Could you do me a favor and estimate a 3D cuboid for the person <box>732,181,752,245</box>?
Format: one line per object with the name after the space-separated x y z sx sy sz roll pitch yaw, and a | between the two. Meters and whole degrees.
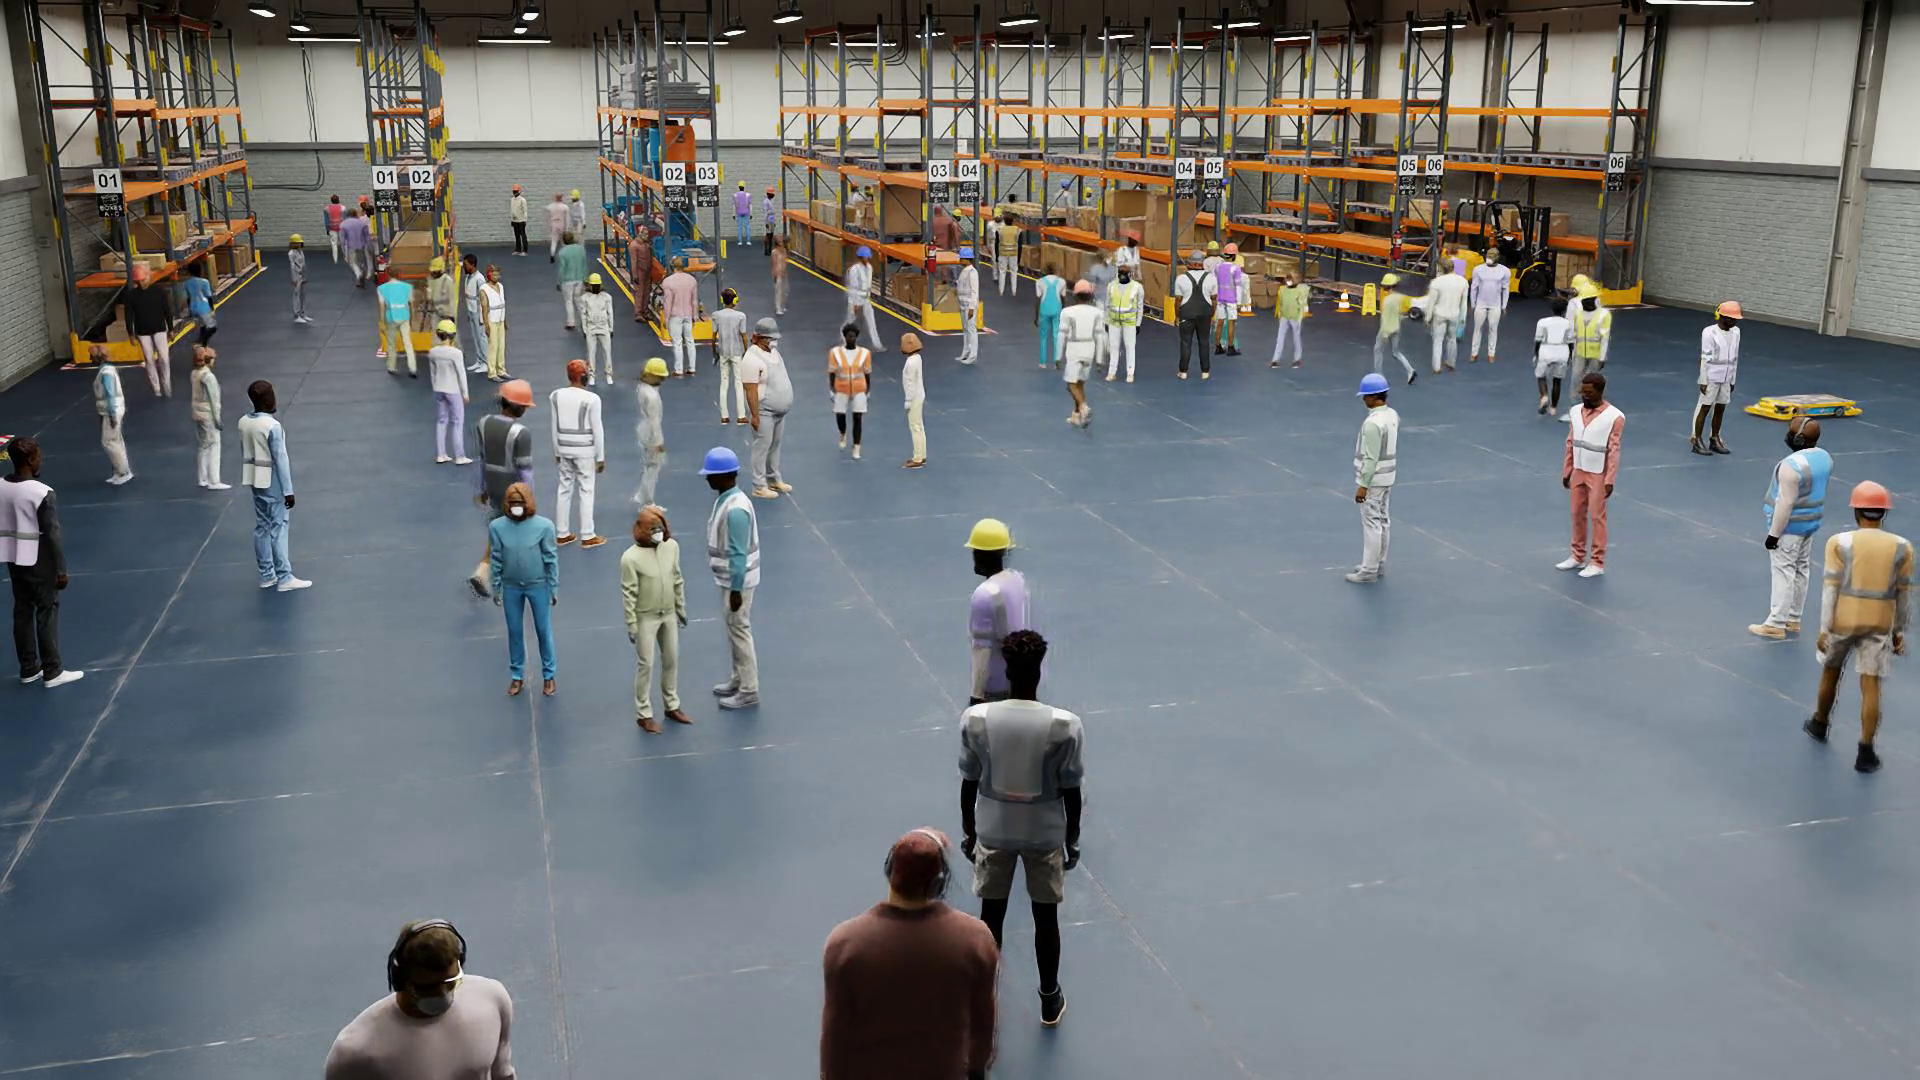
-6.600 -9.915 50.464 0.586 1.928 0.380 -1 15 -5 | person

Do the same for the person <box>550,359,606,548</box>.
-3.783 -0.854 16.496 0.587 1.872 0.381 6 16 21 | person

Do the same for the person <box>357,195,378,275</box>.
-14.951 -7.691 41.966 0.618 1.993 0.396 5 16 19 | person

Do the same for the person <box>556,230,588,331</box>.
-7.436 -4.958 31.814 0.511 1.925 0.666 12 19 38 | person

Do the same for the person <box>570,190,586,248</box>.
-10.964 -9.124 47.739 0.416 1.806 0.650 -11 18 -36 | person

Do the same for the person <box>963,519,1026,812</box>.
0.234 0.813 10.122 0.491 1.911 0.604 7 16 24 | person

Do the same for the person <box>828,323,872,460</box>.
-1.351 -1.843 20.535 0.549 1.686 0.403 -2 15 -6 | person

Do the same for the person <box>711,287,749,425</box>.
-3.128 -2.503 22.687 0.535 1.868 0.309 2 15 9 | person

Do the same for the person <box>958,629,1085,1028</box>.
0.290 1.375 7.934 0.604 1.957 0.387 3 15 10 | person

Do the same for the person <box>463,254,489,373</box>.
-7.849 -3.693 27.068 0.372 1.916 0.597 -10 18 -34 | person

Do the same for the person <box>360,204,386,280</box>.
-14.388 -7.286 40.740 0.632 1.840 0.429 1 15 4 | person

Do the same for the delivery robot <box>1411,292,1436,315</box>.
9.443 -4.738 33.435 0.707 0.478 0.477 8 17 28 | delivery robot

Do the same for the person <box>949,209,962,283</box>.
-0.092 -7.081 40.113 0.313 1.767 0.523 -3 15 -11 | person

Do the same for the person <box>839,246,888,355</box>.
-1.739 -4.176 28.958 1.055 1.883 0.626 11 19 36 | person

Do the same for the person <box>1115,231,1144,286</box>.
3.290 -5.075 32.375 0.940 1.860 0.576 14 20 43 | person

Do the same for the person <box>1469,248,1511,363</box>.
8.900 -3.946 27.988 0.629 1.937 0.379 6 16 20 | person

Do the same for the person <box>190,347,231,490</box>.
-8.572 -1.385 18.957 0.319 1.629 0.522 -14 20 -42 | person

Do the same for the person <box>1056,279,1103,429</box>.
1.640 -2.466 22.281 0.627 2.012 0.816 -5 16 -20 | person

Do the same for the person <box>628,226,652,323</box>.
-6.309 -5.280 33.098 0.401 1.893 0.654 5 16 19 | person

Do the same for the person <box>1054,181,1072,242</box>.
3.124 -10.019 50.865 0.503 1.916 0.694 -14 20 -42 | person

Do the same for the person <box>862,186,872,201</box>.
-2.690 -9.534 49.175 0.509 1.859 0.333 11 18 36 | person

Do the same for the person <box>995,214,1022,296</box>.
1.088 -6.428 37.532 0.618 1.836 0.428 -1 15 -4 | person

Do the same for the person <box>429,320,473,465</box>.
-6.202 -1.793 20.229 0.529 1.761 0.363 8 17 27 | person

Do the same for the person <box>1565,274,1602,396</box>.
9.270 -3.081 24.974 0.608 1.807 0.594 -7 16 -23 | person

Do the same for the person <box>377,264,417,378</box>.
-8.970 -3.488 26.553 0.584 1.797 0.984 -11 18 -34 | person

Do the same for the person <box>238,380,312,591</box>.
-6.233 -0.487 15.001 0.591 1.922 0.392 10 18 33 | person

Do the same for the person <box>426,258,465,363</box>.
-8.714 -3.866 28.008 0.602 1.771 0.912 7 16 24 | person

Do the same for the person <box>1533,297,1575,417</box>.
8.297 -2.553 23.225 0.546 1.679 0.378 4 15 14 | person

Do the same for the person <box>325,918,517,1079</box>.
-1.657 2.081 5.315 0.371 1.934 0.627 13 20 40 | person

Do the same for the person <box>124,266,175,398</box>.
-11.980 -3.060 24.594 0.637 1.963 0.759 -6 16 -22 | person

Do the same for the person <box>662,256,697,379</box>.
-4.450 -3.535 26.434 0.354 1.937 0.635 14 21 43 | person

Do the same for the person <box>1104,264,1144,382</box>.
2.558 -3.405 26.132 0.626 1.844 0.429 5 16 20 | person

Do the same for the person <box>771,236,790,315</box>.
-3.729 -5.451 34.275 0.423 1.612 0.623 7 17 26 | person

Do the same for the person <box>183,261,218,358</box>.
-12.916 -3.888 28.240 0.546 1.681 0.452 6 16 20 | person

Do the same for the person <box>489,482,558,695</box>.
-3.230 0.361 12.372 0.501 1.628 0.280 0 15 -1 | person

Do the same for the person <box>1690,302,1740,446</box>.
9.680 -2.116 21.256 0.504 1.861 0.328 -2 15 -7 | person

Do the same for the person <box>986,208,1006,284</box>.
0.926 -7.080 40.008 0.609 1.816 0.512 0 15 1 | person

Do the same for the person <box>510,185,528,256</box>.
-12.491 -9.040 47.039 0.622 1.993 0.382 10 18 34 | person
